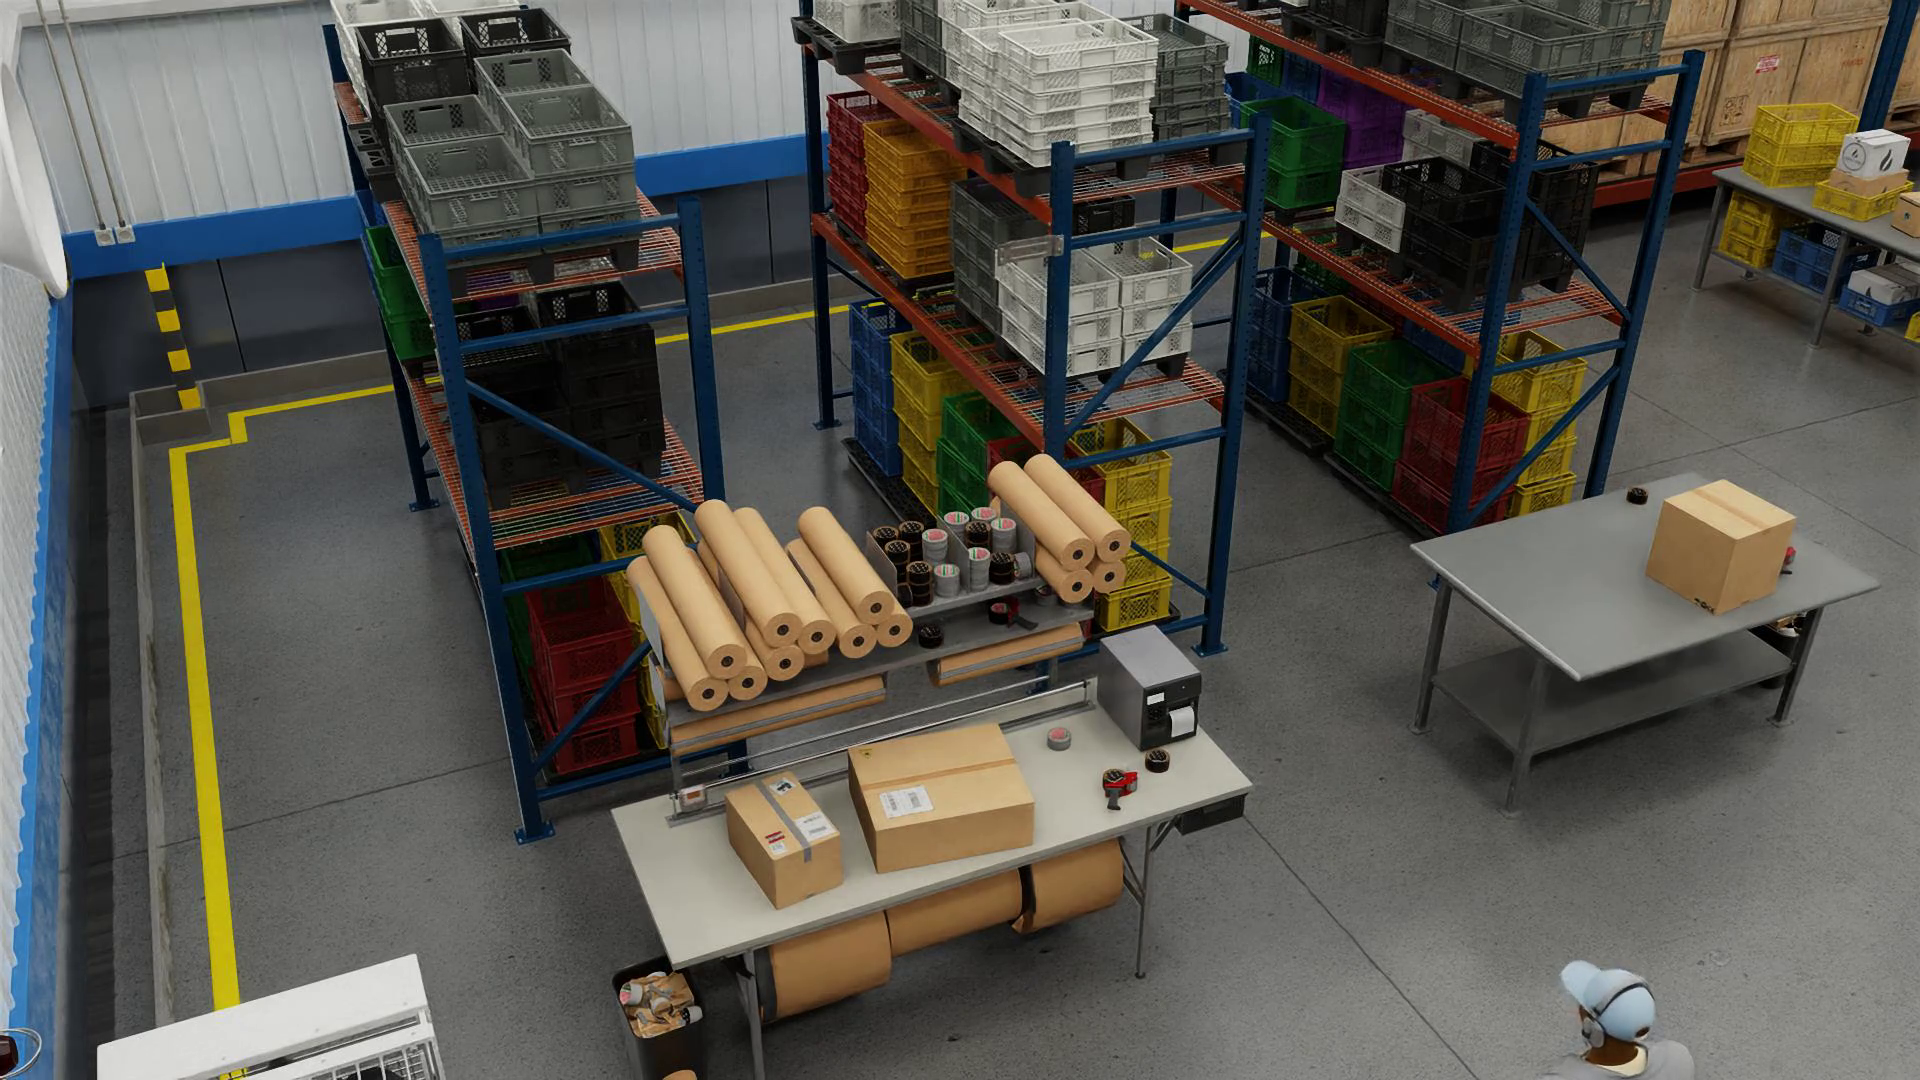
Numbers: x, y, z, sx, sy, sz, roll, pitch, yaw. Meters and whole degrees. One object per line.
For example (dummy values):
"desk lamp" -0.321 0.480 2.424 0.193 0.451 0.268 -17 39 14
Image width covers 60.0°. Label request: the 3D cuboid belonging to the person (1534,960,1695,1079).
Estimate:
"person" 1.892 2.016 5.185 0.589 1.853 0.373 -12 33 -18
